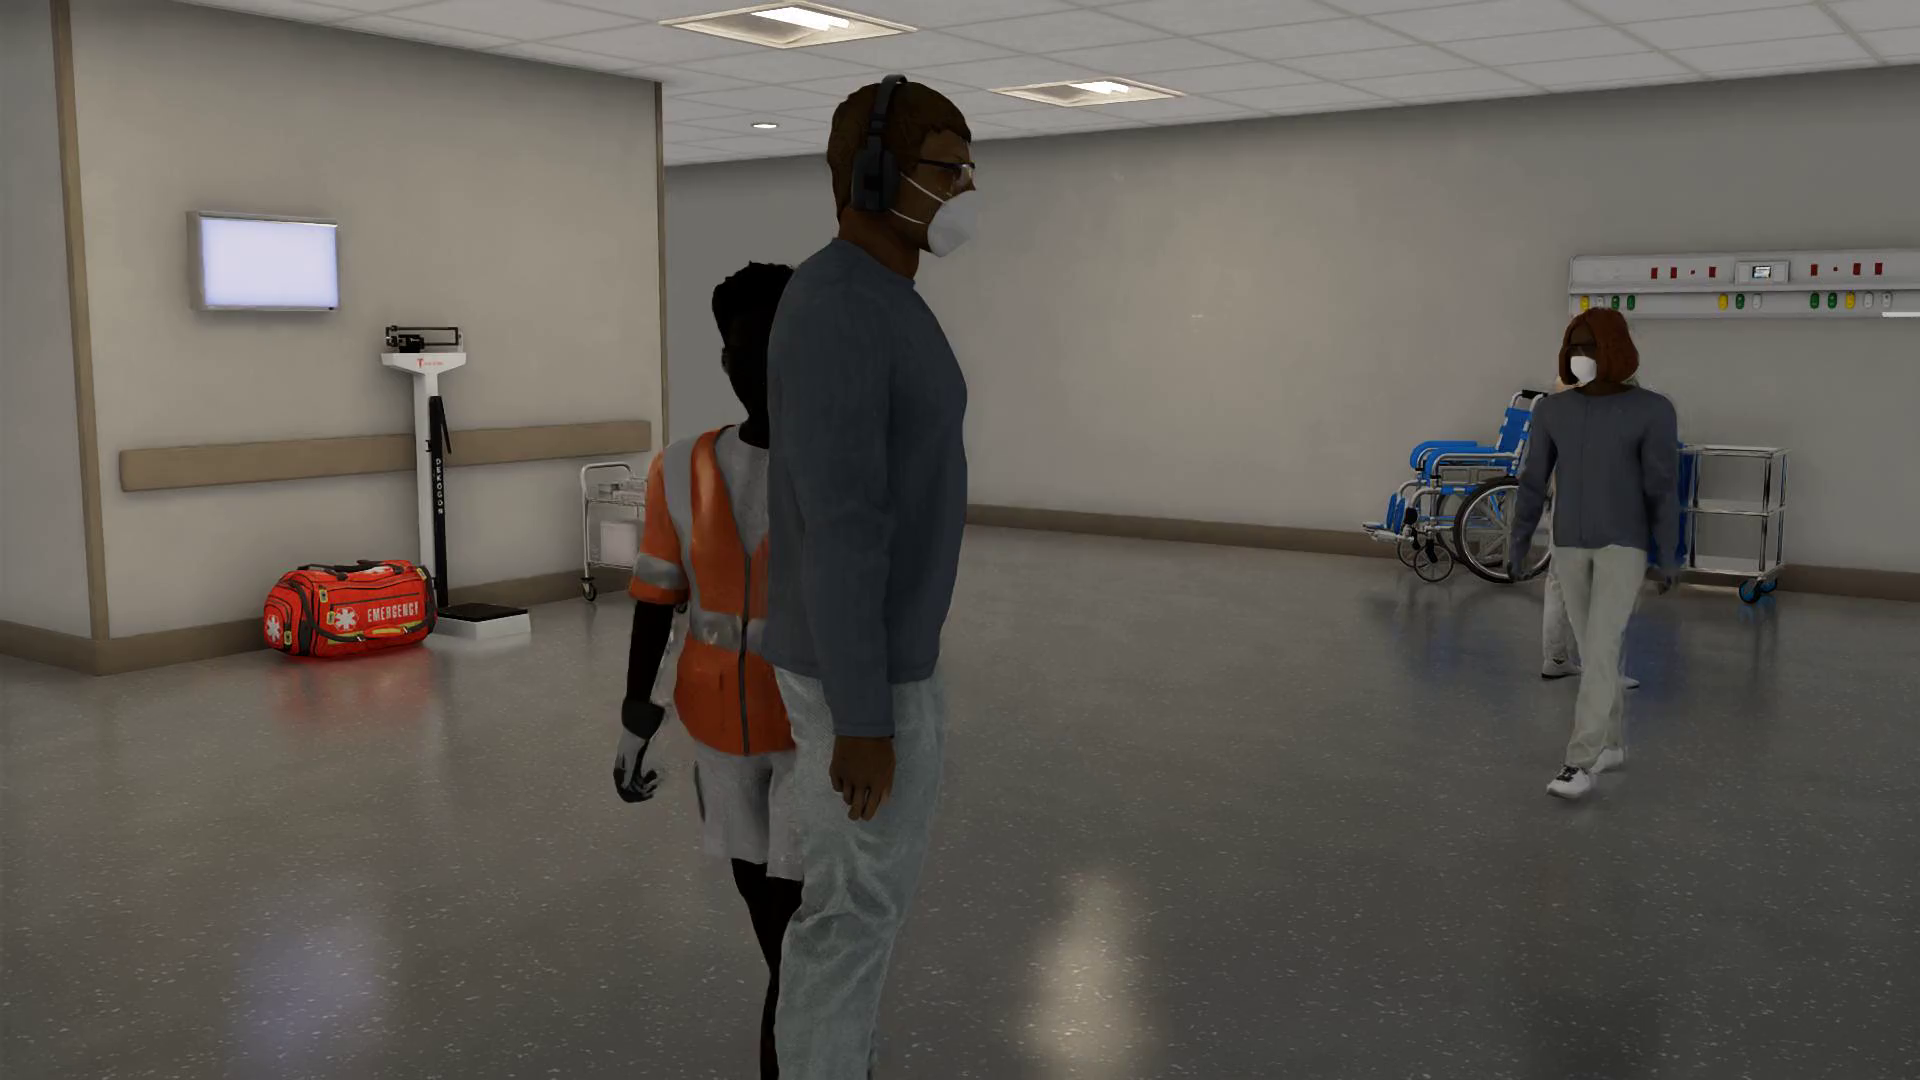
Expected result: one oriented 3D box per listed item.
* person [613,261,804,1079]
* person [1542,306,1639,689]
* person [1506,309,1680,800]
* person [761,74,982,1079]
[{"bbox_3d":[-0.347,0.334,3.009,0.542,1.651,0.852,2,8,19],"label":"person"},{"bbox_3d":[2.728,-0.182,7.191,0.306,1.645,0.522,-3,8,-23],"label":"person"},{"bbox_3d":[2.067,0.046,5.529,0.773,1.598,0.521,-6,9,-38],"label":"person"},{"bbox_3d":[-0.142,0.226,2.741,0.354,1.936,0.635,0,7,3],"label":"person"}]
